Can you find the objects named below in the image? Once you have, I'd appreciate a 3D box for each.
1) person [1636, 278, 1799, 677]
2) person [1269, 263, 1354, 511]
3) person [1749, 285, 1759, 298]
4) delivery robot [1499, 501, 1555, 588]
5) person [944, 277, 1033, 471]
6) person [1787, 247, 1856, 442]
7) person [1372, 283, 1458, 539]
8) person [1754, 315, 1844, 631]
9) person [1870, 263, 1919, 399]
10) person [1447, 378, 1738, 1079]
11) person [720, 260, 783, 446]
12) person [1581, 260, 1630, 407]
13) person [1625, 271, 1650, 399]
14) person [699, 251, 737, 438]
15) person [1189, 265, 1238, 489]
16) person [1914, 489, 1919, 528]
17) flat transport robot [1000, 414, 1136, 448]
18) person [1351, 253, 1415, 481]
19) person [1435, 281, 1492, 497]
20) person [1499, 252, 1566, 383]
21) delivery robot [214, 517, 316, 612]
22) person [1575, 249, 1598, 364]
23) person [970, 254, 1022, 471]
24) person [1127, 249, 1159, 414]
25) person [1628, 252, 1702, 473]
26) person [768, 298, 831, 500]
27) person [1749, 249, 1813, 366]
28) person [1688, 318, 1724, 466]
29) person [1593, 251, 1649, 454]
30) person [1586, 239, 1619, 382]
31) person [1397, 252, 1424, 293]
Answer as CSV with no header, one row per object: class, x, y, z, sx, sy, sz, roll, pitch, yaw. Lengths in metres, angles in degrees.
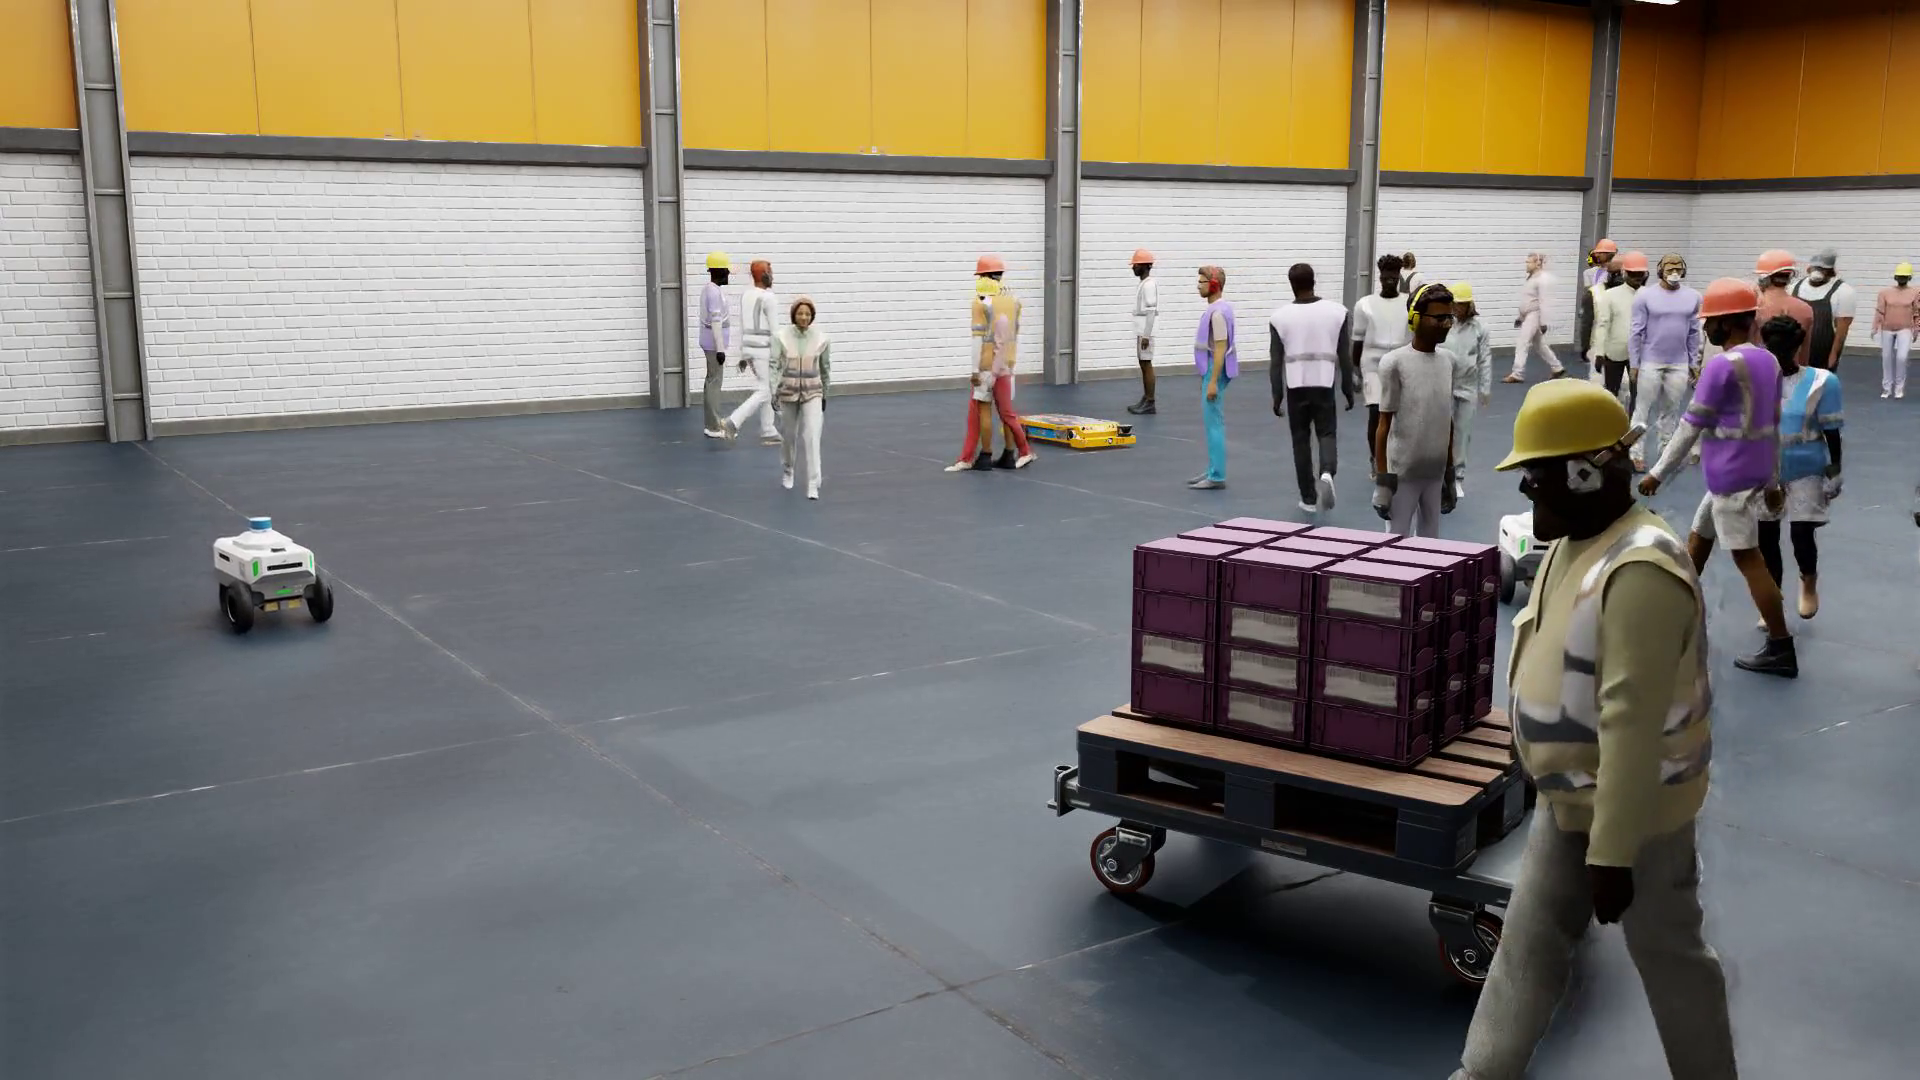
person,3.644,-0.320,8.071,1.037,1.869,0.549,10,14,44
person,2.639,-1.123,12.457,0.667,1.885,0.596,1,10,4
person,7.518,-1.643,16.047,0.515,1.624,0.342,2,11,11
delivery robot,3.347,0.012,9.626,0.477,0.478,0.707,2,11,9
person,0.303,-1.467,14.815,0.843,1.742,0.532,-6,12,-28
person,8.459,-1.939,16.504,0.960,2.000,0.708,-9,14,-42
person,2.189,-0.293,7.979,0.510,1.860,0.315,-6,12,-32
person,4.342,-0.347,8.776,0.568,1.671,0.451,8,13,37
person,12.006,-2.674,21.344,0.538,1.745,0.584,8,13,38
person,1.342,0.549,3.594,0.879,1.768,0.676,0,10,1
person,-2.035,-1.829,16.428,0.768,1.855,0.576,-7,12,-33
person,6.994,-2.083,17.890,0.642,1.831,0.441,2,11,11
person,8.758,-2.670,21.493,0.546,1.672,0.553,9,13,39
person,-2.523,-2.027,17.292,0.380,1.928,0.586,-2,11,-12
person,2.111,-1.338,13.741,0.373,1.843,0.570,1,10,6
person,4.751,-0.275,7.981,0.335,1.832,0.657,7,13,34
flat transport robot,1.077,-1.120,16.864,0.652,0.197,1.431,-7,12,-33
person,3.684,-1.498,14.362,0.639,1.939,0.654,1,10,7
person,3.957,-1.181,13.220,0.503,1.728,0.493,1,10,6
person,8.234,-3.166,23.717,0.942,1.869,0.647,1,10,4
delivery robot,-3.782,0.120,9.032,0.477,0.478,0.707,-9,13,-39
person,10.395,-3.834,27.359,0.513,1.872,0.331,-5,11,-25
person,0.293,-1.577,14.844,0.546,1.928,0.410,-9,13,-39
person,2.144,-2.446,19.564,0.373,1.934,0.551,0,10,1
person,6.202,-1.553,14.667,0.633,1.938,0.356,0,10,0
person,-1.296,-1.164,13.466,0.504,1.599,0.852,-1,10,-7
person,5.885,-1.128,12.211,0.649,1.980,0.518,-1,10,-7
person,6.890,-1.475,15.072,0.501,1.633,0.284,4,11,22
person,6.495,-1.852,16.313,0.649,1.953,0.954,0,10,2
person,8.811,-3.099,22.845,0.365,2.048,0.607,-2,10,-9
person,6.686,-3.379,24.934,0.520,1.844,0.330,5,12,26
